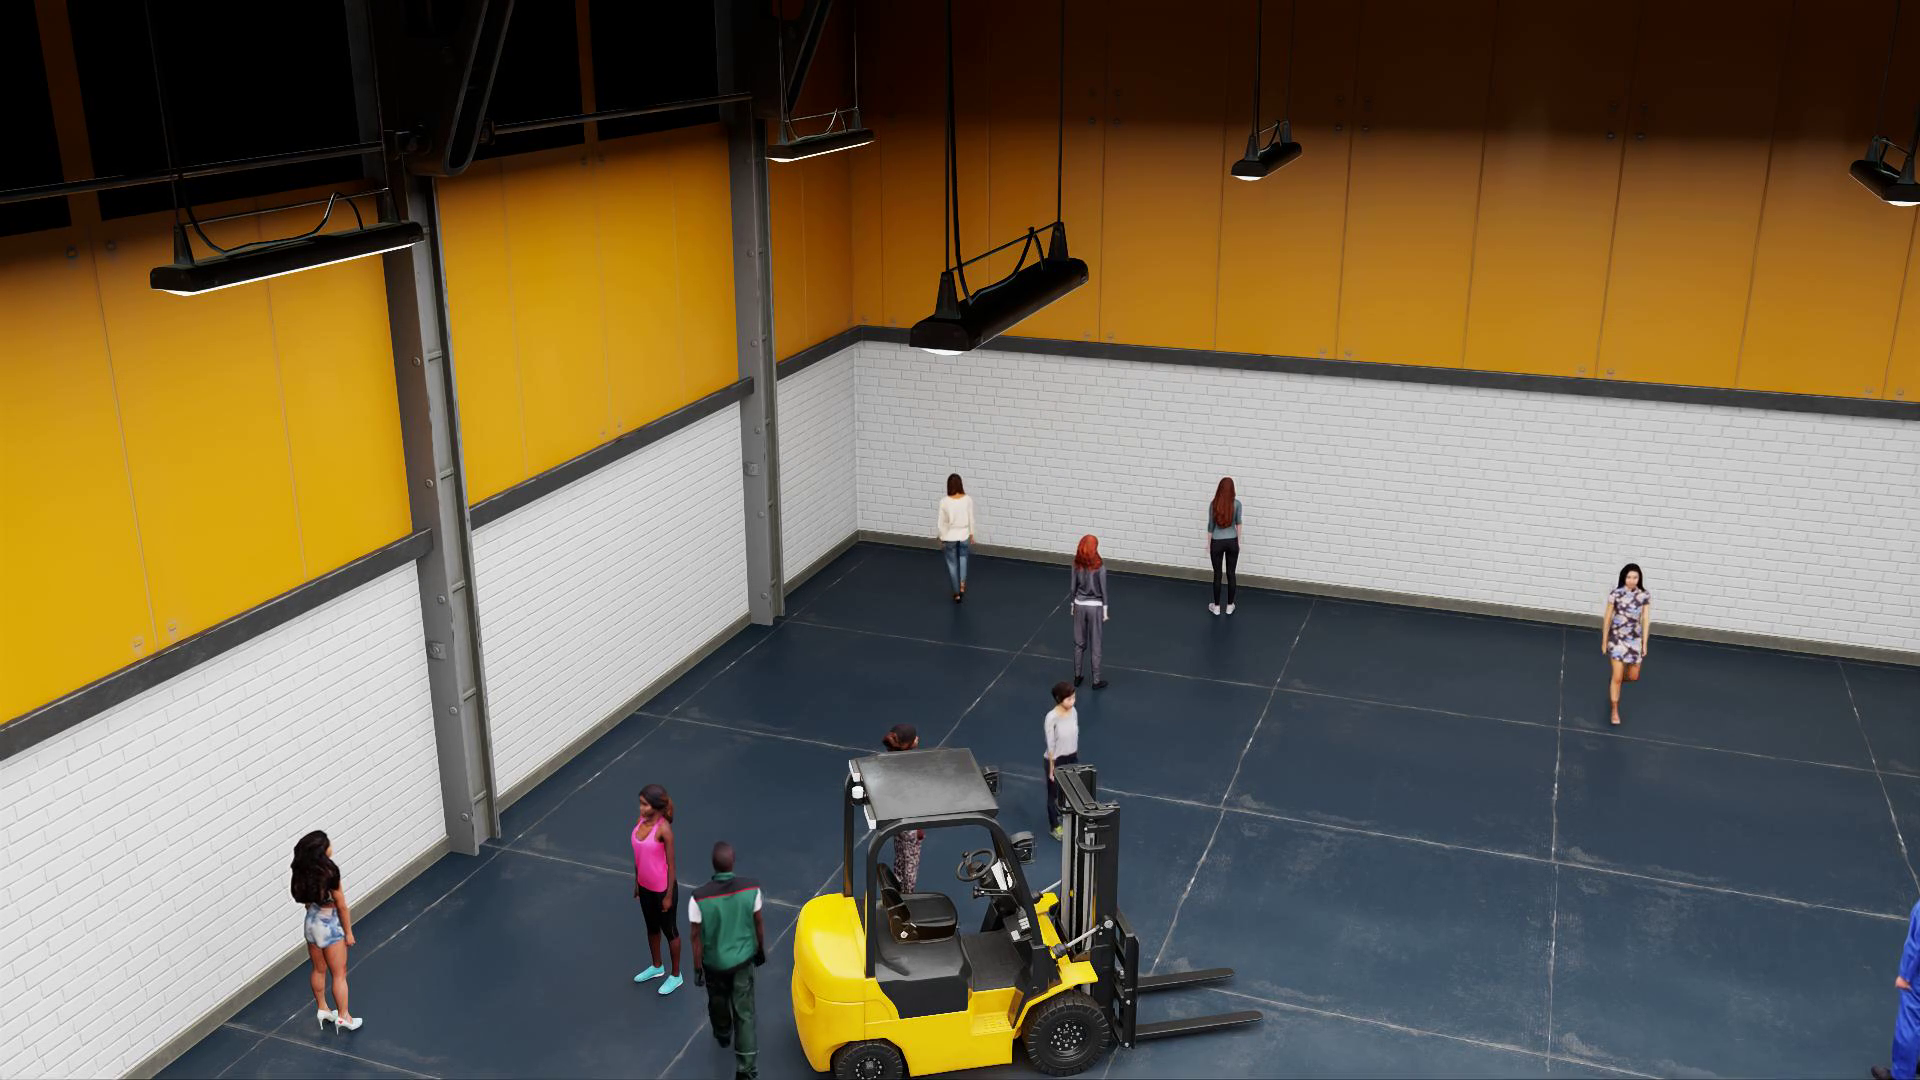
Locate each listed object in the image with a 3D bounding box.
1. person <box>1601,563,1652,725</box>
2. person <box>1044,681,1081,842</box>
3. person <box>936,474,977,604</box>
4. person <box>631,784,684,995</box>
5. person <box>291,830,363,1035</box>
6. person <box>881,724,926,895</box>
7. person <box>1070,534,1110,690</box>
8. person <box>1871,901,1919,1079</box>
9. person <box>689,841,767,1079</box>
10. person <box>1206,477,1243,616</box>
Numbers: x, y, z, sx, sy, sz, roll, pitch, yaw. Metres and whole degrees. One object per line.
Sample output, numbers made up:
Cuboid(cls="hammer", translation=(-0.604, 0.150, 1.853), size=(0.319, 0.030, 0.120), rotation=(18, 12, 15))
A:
Cuboid(cls="person", translation=(7.021, 1.058, 17.575), size=(0.720, 1.722, 0.922), rotation=(3, 19, 7))
Cuboid(cls="person", translation=(0.861, 1.978, 15.127), size=(0.671, 1.541, 0.739), rotation=(-15, 24, -38))
Cuboid(cls="person", translation=(-0.030, 0.007, 20.774), size=(0.749, 1.673, 0.775), rotation=(-4, 19, -11))
Cuboid(cls="person", translation=(-2.326, 2.661, 12.813), size=(0.622, 1.723, 0.645), rotation=(14, 23, 36))
Cuboid(cls="person", translation=(-4.688, 2.891, 12.287), size=(0.596, 1.624, 0.598), rotation=(10, 21, 27))
Cuboid(cls="person", translation=(-0.446, 2.313, 13.860), size=(0.744, 1.714, 0.682), rotation=(-8, 20, -23))
Cuboid(cls="person", translation=(1.412, 0.783, 18.301), size=(0.620, 1.779, 0.559), rotation=(10, 21, 28))
Cuboid(cls="person", translation=(6.800, 3.008, 11.622), size=(0.783, 1.825, 0.822), rotation=(-7, 20, -20))
Cuboid(cls="person", translation=(-1.596, 3.009, 11.669), size=(1.161, 1.795, 1.311), rotation=(-6, 19, -17))
Cuboid(cls="person", translation=(3.253, 0.067, 20.486), size=(0.636, 1.742, 0.633), rotation=(1, 19, 2))
